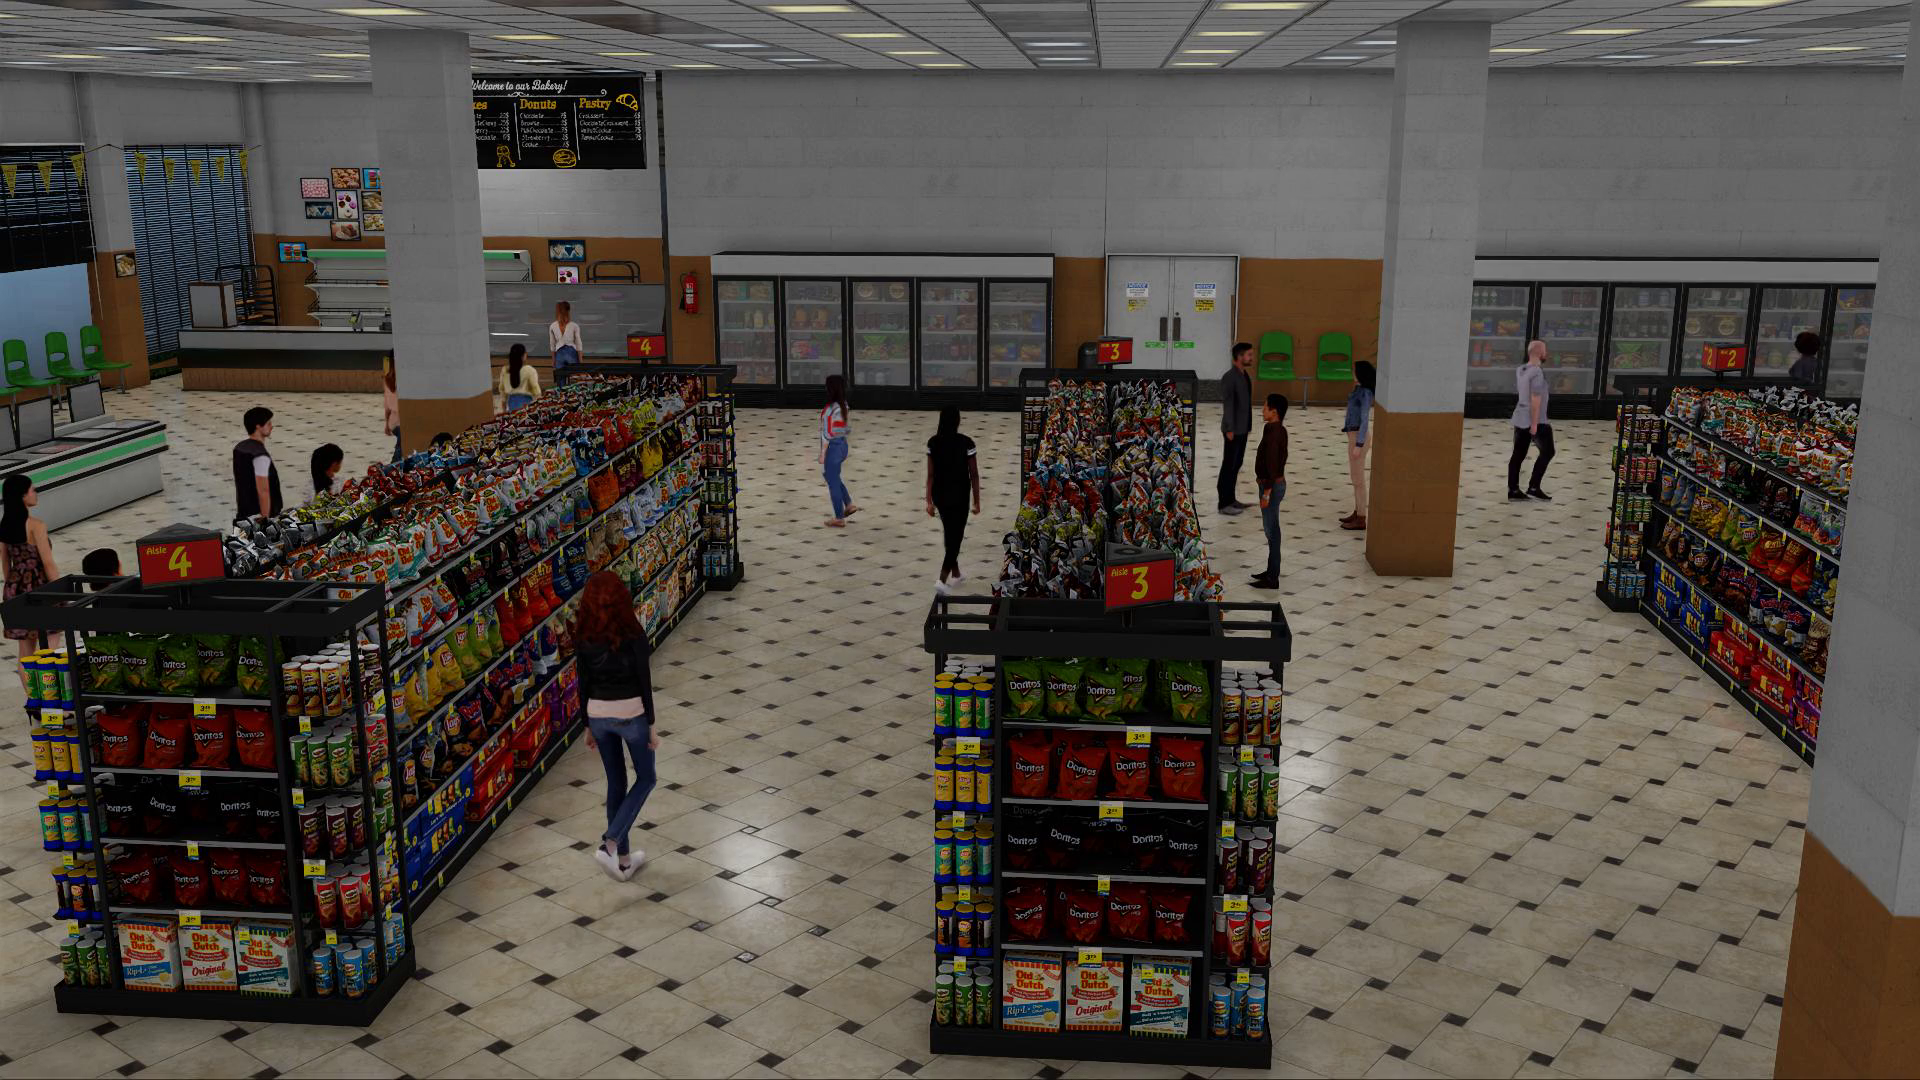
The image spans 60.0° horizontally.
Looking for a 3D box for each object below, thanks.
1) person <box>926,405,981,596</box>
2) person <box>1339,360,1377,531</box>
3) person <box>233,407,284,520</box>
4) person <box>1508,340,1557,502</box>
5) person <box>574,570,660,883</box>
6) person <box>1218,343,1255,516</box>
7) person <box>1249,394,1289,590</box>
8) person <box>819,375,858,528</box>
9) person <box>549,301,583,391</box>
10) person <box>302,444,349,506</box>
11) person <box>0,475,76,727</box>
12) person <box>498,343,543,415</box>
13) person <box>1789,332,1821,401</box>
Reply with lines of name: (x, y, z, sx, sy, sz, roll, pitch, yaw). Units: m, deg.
person: (-0.092, -0.317, 14.747, 0.838, 1.699, 1.217, 5, 15, 21)
person: (4.176, -1.001, 17.406, 0.695, 1.774, 0.534, 3, 14, 11)
person: (-5.962, -0.166, 13.915, 1.049, 1.798, 1.250, 10, 17, 36)
person: (6.294, -1.320, 18.615, 0.799, 1.825, 0.677, -2, 14, -9)
person: (-1.874, 1.049, 8.946, 0.661, 1.777, 0.881, 3, 14, 13)
person: (3.008, -1.229, 18.141, 0.820, 1.871, 0.655, 6, 15, 25)
person: (2.843, -0.451, 15.123, 0.735, 1.782, 0.516, 3, 14, 14)
person: (-1.234, -0.923, 17.448, 0.713, 1.604, 0.612, 4, 14, 17)
person: (-5.706, -2.605, 24.136, 0.617, 1.719, 0.521, 0, 14, 2)
person: (-5.020, 0.082, 13.311, 0.695, 1.601, 1.128, -2, 14, -7)
person: (-6.431, 0.420, 11.547, 0.716, 1.774, 0.729, 4, 14, 15)
person: (-5.280, -1.503, 19.886, 0.785, 1.582, 1.137, 3, 14, 14)
person: (10.332, -1.663, 20.297, 0.734, 1.698, 0.783, -9, 16, -32)
